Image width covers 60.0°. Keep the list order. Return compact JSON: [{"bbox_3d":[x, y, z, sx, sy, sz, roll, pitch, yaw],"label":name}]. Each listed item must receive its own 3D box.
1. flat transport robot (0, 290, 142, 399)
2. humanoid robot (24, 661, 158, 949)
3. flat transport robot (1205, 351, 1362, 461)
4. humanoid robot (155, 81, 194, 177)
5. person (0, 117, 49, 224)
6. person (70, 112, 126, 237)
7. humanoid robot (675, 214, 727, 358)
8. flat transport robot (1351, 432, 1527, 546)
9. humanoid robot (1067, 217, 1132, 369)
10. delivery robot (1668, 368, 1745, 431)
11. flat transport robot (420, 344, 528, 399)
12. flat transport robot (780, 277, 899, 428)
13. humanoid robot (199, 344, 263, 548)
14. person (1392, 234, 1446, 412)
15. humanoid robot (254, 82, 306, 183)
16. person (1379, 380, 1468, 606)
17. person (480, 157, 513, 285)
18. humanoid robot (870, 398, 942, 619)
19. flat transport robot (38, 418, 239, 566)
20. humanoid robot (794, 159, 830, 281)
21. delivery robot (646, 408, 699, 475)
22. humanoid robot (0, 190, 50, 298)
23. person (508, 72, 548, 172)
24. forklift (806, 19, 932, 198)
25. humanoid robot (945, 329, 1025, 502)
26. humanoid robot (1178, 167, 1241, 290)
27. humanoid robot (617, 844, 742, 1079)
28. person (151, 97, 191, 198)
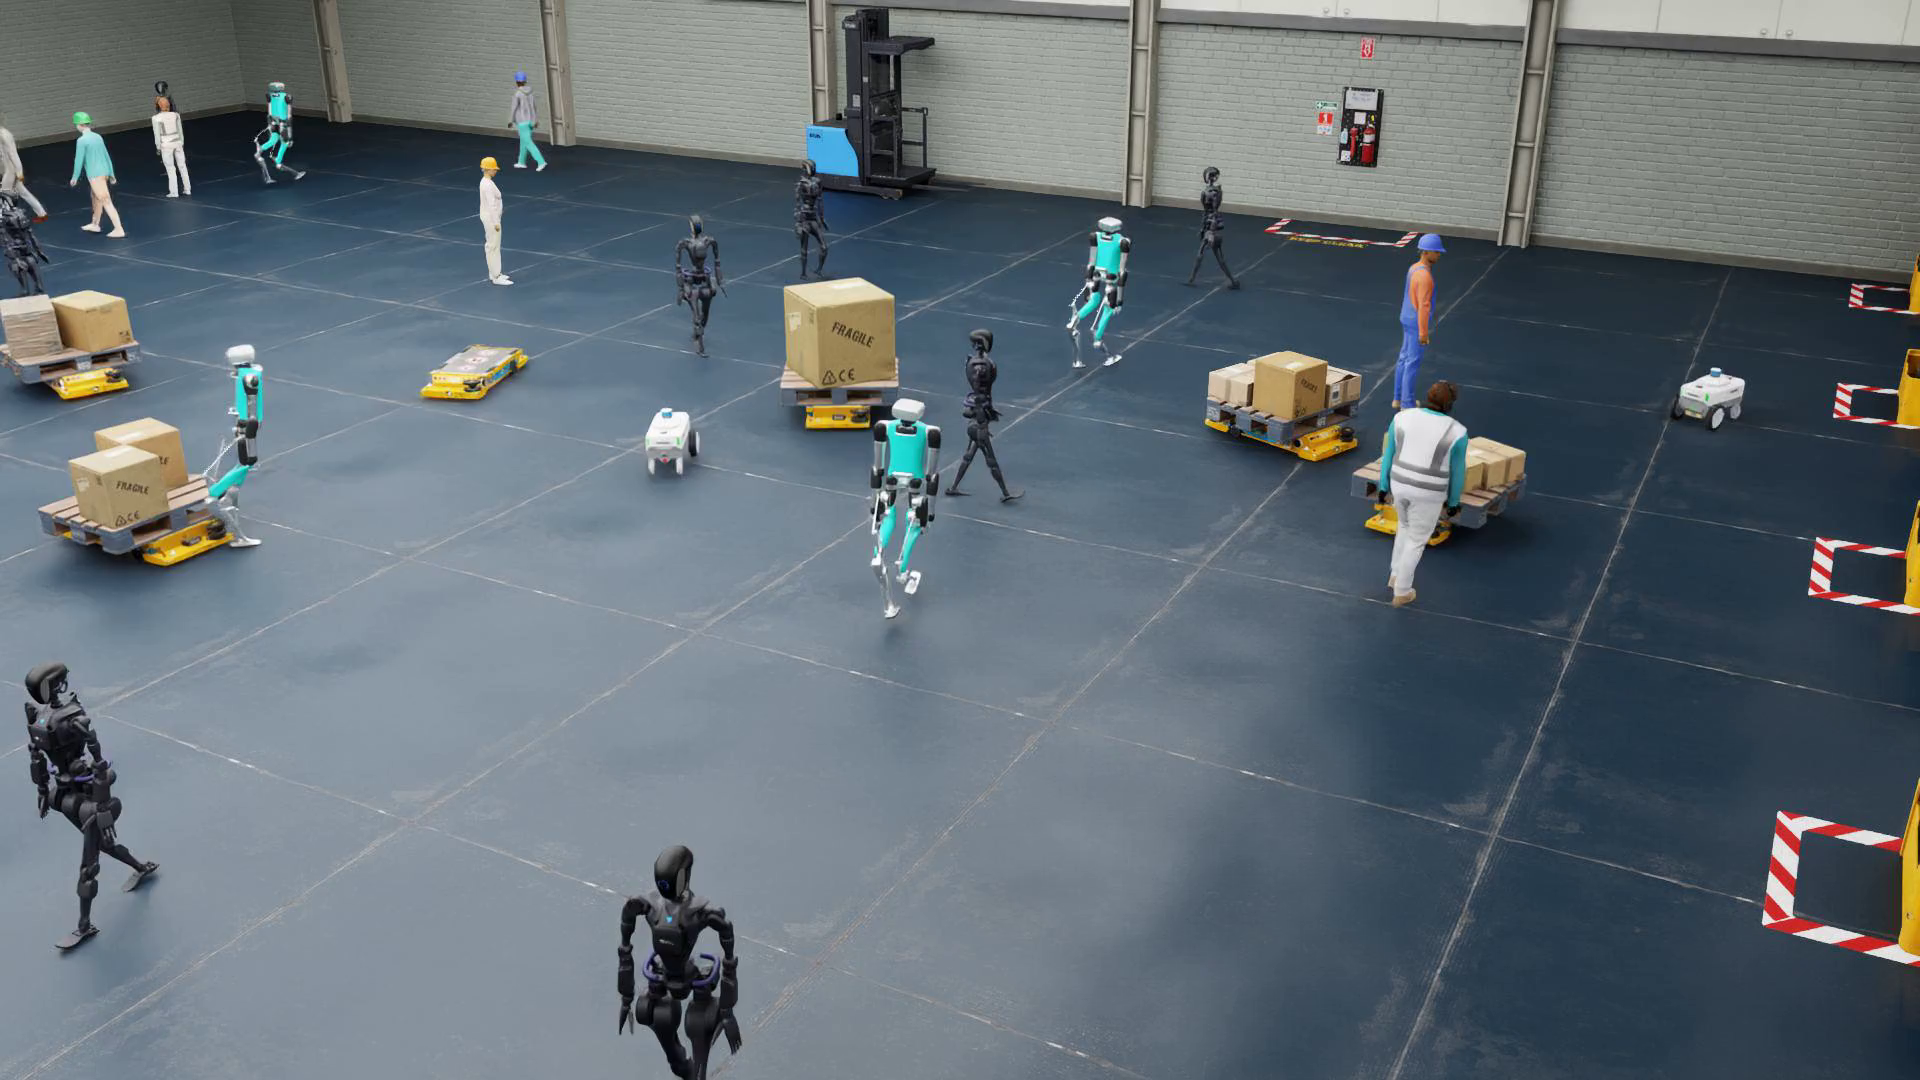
[{"bbox_3d":[-9.871,-1.870,18.516,0.659,0.231,1.431,-20,30,-39],"label":"flat transport robot"},{"bbox_3d":[-4.878,1.389,9.212,0.587,1.619,0.801,9,25,21],"label":"humanoid robot"},{"bbox_3d":[3.270,-1.141,16.818,0.659,0.231,1.431,-19,30,-37],"label":"flat transport robot"},{"bbox_3d":[-13.829,-7.159,29.056,0.603,1.646,0.602,14,27,29],"label":"humanoid robot"},{"bbox_3d":[-14.570,-5.675,25.471,0.527,1.780,0.970,18,29,35],"label":"person"},{"bbox_3d":[-13.012,-5.447,24.849,0.903,1.835,0.525,2,23,6],"label":"person"},{"bbox_3d":[-3.058,-2.993,19.431,0.599,1.654,0.769,-13,27,-28],"label":"humanoid robot"},{"bbox_3d":[4.269,-0.307,14.877,0.659,0.231,1.431,19,29,37],"label":"flat transport robot"},{"bbox_3d":[1.487,-2.665,18.568,0.538,1.767,1.005,18,29,36],"label":"humanoid robot"},{"bbox_3d":[7.789,-1.496,17.245,0.738,0.563,0.499,-16,28,-32],"label":"delivery robot"},{"bbox_3d":[-5.401,-1.878,18.536,0.659,0.231,1.431,3,23,7],"label":"flat transport robot"},{"bbox_3d":[-1.252,-1.489,17.629,0.659,0.231,1.431,-1,23,-1],"label":"flat transport robot"},{"bbox_3d":[-6.173,-0.687,14.037,0.758,1.887,0.530,-11,26,-24],"label":"humanoid robot"},{"bbox_3d":[4.771,-2.243,17.313,0.375,1.905,0.516,0,23,0],"label":"person"},{"bbox_3d":[-11.691,-6.856,28.300,0.540,1.738,1.057,10,25,22],"label":"humanoid robot"},{"bbox_3d":[3.650,-0.376,13.091,0.634,1.810,0.624,21,31,39],"label":"person"},{"bbox_3d":[-6.268,-4.278,22.317,0.318,1.693,0.463,-9,25,-20],"label":"person"},{"bbox_3d":[-0.457,-0.166,12.730,0.564,1.745,1.069,4,24,9],"label":"humanoid robot"},{"bbox_3d":[-7.055,-0.090,14.372,1.431,0.231,0.659,13,26,27],"label":"flat transport robot"},{"bbox_3d":[-2.039,-4.314,22.429,0.415,1.641,0.601,15,27,31],"label":"humanoid robot"},{"bbox_3d":[-2.817,-0.985,16.089,0.499,0.592,0.774,-1,23,-1],"label":"delivery robot"},{"bbox_3d":[-11.660,-3.528,20.608,0.539,1.645,0.601,3,23,7],"label":"humanoid robot"},{"bbox_3d":[-7.731,-7.458,29.661,0.860,1.738,0.532,10,25,21],"label":"person"},{"bbox_3d":[-1.573,-7.292,27.850,1.873,2.768,1.129,12,26,25],"label":"forklift"},{"bbox_3d":[0.231,-1.137,15.080,0.763,1.629,0.601,3,23,8],"label":"humanoid robot"},{"bbox_3d":[3.357,-4.112,22.034,0.819,1.632,0.603,-1,23,-3],"label":"humanoid robot"},{"bbox_3d":[-1.289,2.102,7.533,0.603,1.624,0.755,4,24,8],"label":"humanoid robot"},{"bbox_3d":[-13.092,-6.516,27.592,0.305,1.640,0.516,14,27,29],"label":"person"}]
